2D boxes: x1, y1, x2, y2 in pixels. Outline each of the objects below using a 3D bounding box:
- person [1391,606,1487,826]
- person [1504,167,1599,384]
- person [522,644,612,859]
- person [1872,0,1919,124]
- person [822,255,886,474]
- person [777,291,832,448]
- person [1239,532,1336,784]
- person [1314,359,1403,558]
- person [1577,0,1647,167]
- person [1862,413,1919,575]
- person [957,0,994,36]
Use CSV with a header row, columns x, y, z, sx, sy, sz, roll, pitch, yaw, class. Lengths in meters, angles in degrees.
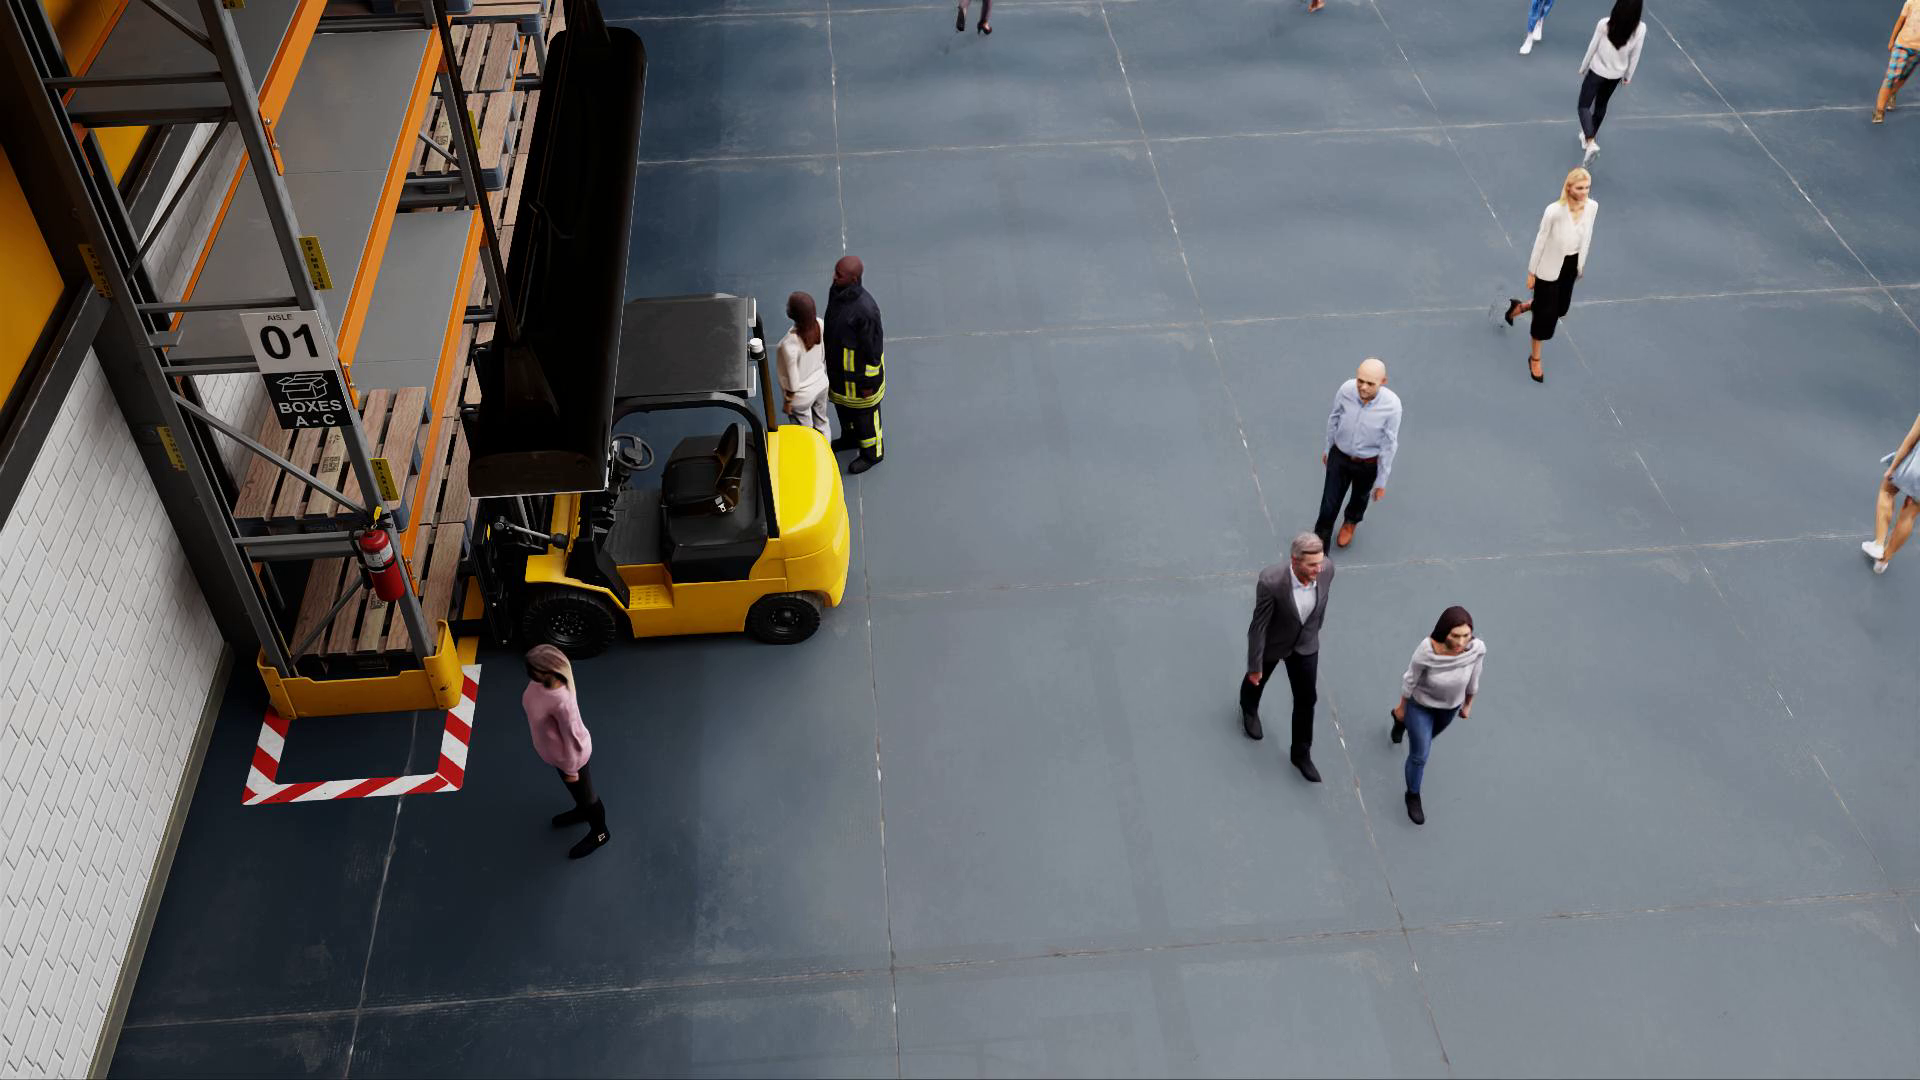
x,y,z,sx,sy,sz,roll,pitch,yaw,class
2.807,0.937,9.977,0.632,1.606,1.005,-6,44,-6,person
4.617,-2.119,13.014,0.750,1.842,1.010,-11,45,-12,person
-2.279,1.188,9.655,0.737,1.687,0.614,-21,48,-21,person
9.221,-4.795,16.127,0.837,1.421,1.067,16,46,16,person
-0.774,-1.321,12.189,0.919,1.823,0.803,-26,49,-24,person
-1.117,-1.105,12.062,0.748,1.686,0.656,22,48,21,person
1.959,0.568,10.216,0.884,1.810,1.087,-11,45,-12,person
2.750,-0.555,11.449,1.089,1.736,1.285,20,47,20,person
5.988,-4.280,15.398,0.669,1.682,0.968,1,44,1,person
6.554,-0.412,11.311,0.708,1.719,0.727,14,45,14,person
0.183,-5.949,17.166,0.833,1.659,0.894,30,51,27,person
